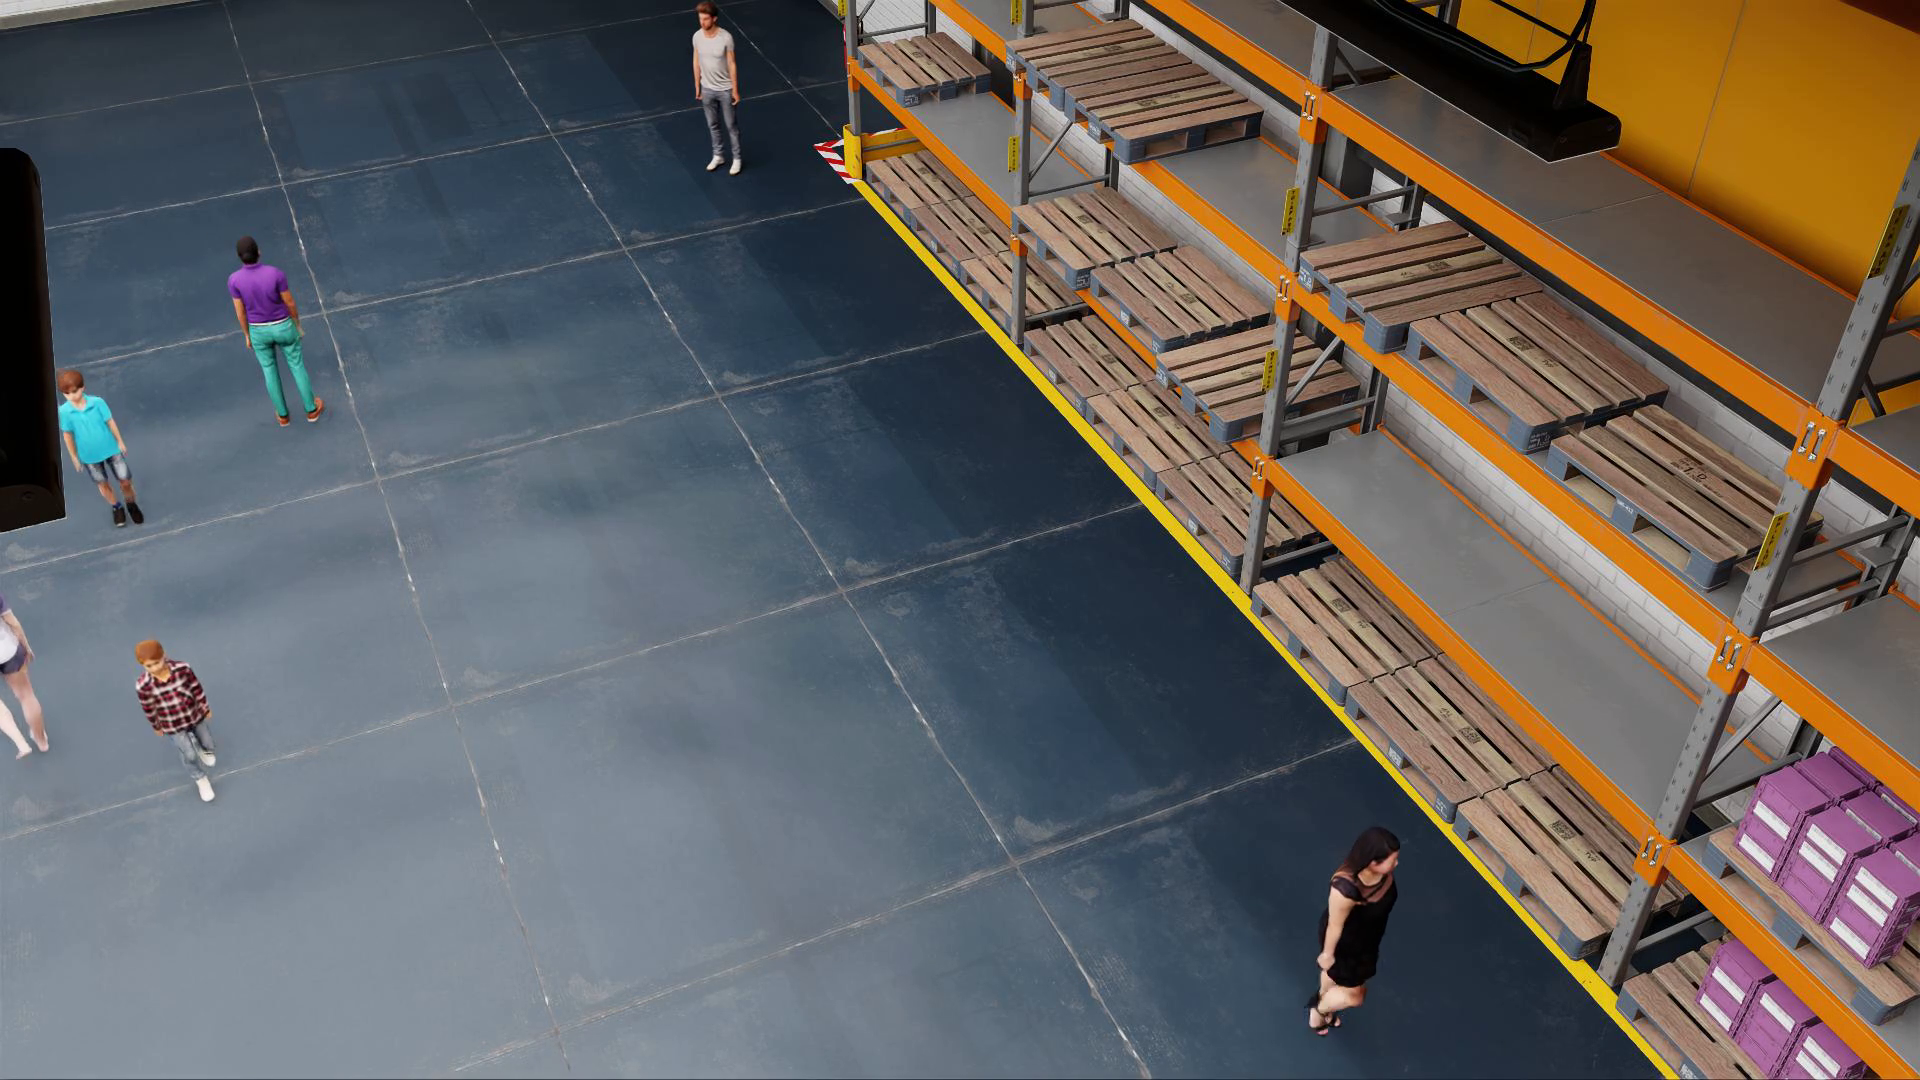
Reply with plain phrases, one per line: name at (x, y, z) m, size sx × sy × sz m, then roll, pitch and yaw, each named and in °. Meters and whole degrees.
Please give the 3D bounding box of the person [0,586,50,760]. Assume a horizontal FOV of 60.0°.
person at (-6.345, 0.806, 10.943) m, size 0.662 × 1.758 × 0.718 m, roll -27°, pitch 46°, yaw -29°

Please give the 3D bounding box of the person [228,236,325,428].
person at (-5.863, -1.781, 14.174) m, size 0.651 × 1.767 × 0.566 m, roll -12°, pitch 40°, yaw -14°

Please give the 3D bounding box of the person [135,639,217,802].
person at (-5.134, 1.124, 10.918) m, size 0.608 × 1.291 × 0.733 m, roll -25°, pitch 45°, yaw -28°

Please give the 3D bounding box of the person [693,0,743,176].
person at (-2.607, -4.899, 17.982) m, size 0.753 × 1.888 × 0.795 m, roll 10°, pitch 40°, yaw 13°

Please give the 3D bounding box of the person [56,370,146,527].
person at (-6.823, -0.760, 13.160) m, size 0.533 × 1.438 × 0.532 m, roll -17°, pitch 42°, yaw -20°

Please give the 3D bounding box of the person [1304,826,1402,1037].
person at (2.094, 2.176, 9.273) m, size 0.793 × 1.700 × 0.786 m, roll 24°, pitch 44°, yaw 27°
